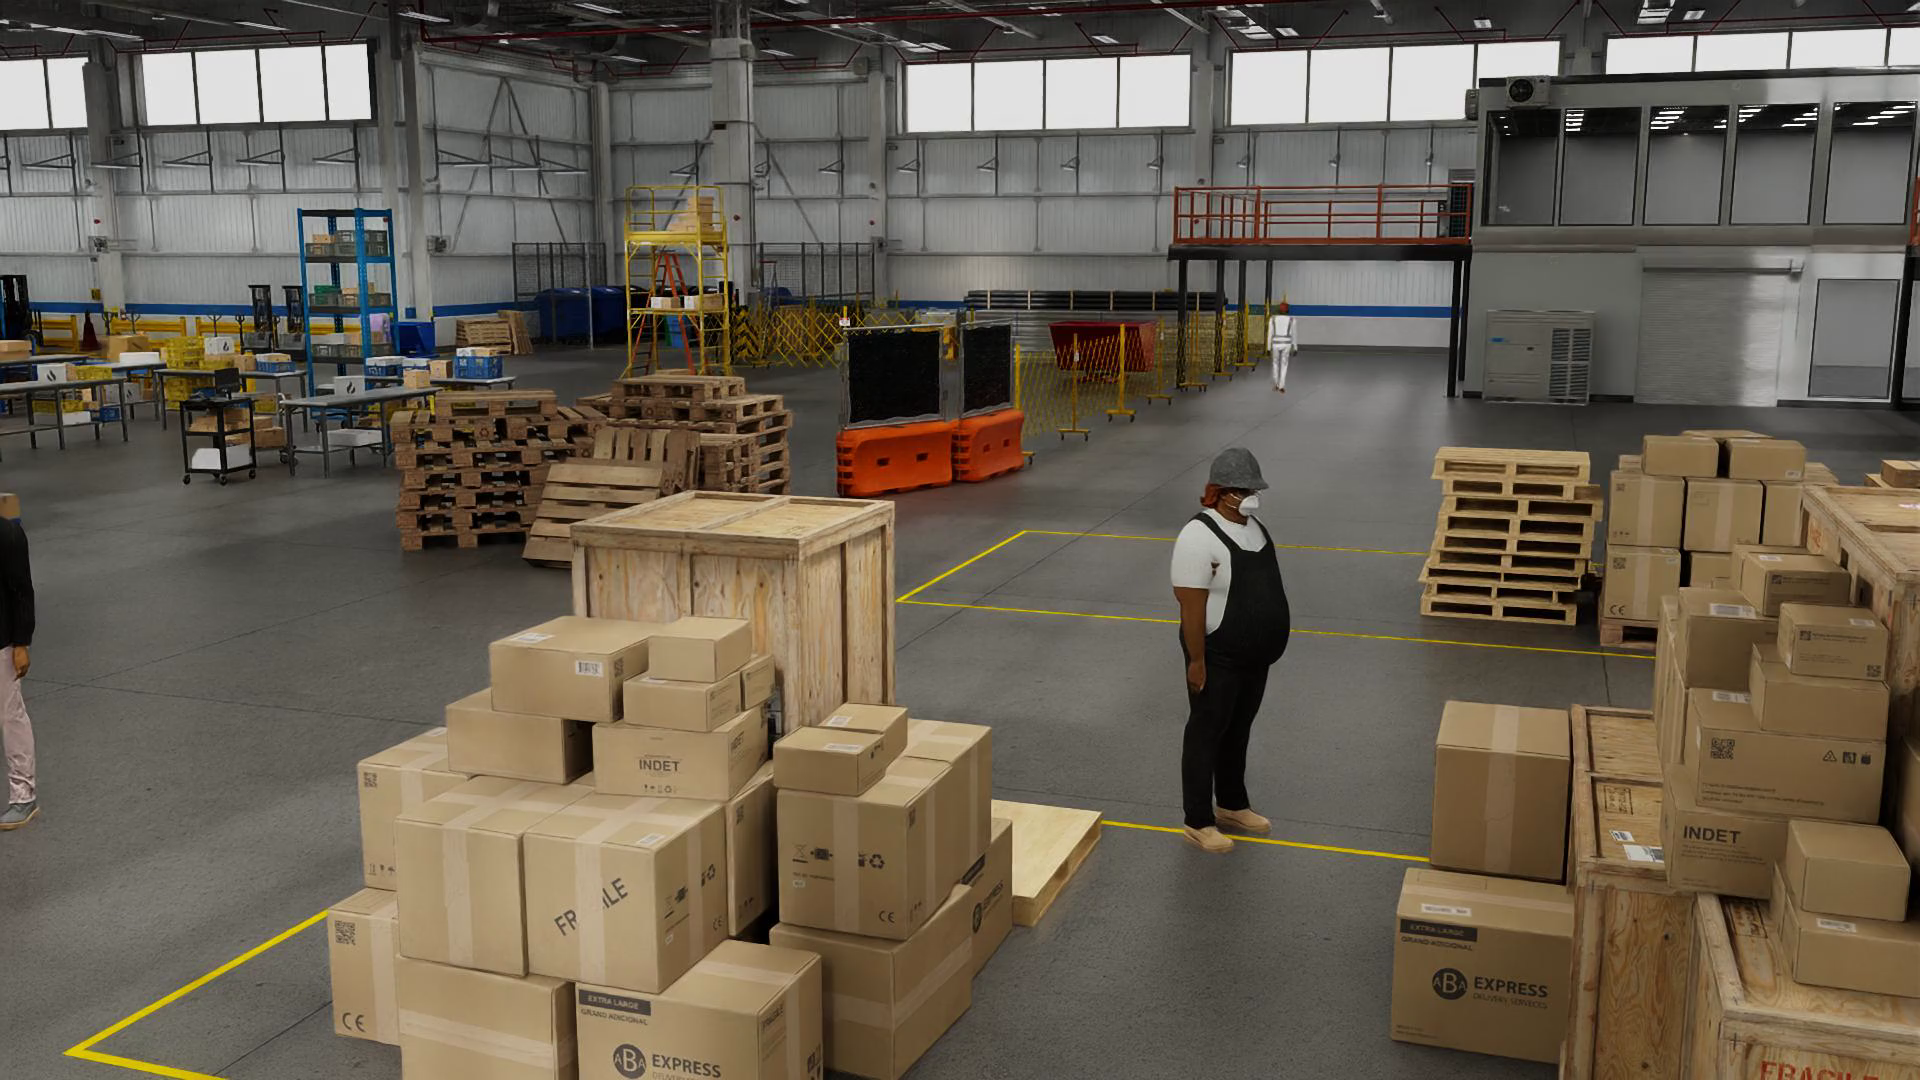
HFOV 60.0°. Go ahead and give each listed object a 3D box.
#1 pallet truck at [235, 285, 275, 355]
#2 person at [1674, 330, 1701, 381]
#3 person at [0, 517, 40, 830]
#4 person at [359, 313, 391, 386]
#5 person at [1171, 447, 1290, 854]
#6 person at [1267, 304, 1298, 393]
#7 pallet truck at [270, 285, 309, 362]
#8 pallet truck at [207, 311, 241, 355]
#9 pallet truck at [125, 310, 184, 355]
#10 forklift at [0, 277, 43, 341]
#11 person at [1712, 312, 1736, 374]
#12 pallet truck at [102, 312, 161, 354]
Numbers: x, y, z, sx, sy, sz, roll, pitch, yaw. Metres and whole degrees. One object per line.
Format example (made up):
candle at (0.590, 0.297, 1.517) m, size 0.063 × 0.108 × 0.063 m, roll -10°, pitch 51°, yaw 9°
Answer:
pallet truck at (-18.327, -5.835, 44.421) m, size 0.823 × 1.965 × 1.885 m, roll 4°, pitch 11°, yaw 23°
person at (15.204, -3.919, 34.724) m, size 0.858 × 1.593 × 0.509 m, roll 10°, pitch 14°, yaw 43°
person at (-5.113, 0.520, 8.639) m, size 0.612 × 1.995 × 0.382 m, roll 1°, pitch 10°, yaw 4°
person at (-11.832, -3.943, 33.637) m, size 0.614 × 2.041 × 0.393 m, roll -8°, pitch 13°, yaw -37°
person at (1.396, 0.539, 8.407) m, size 0.538 × 2.000 × 0.690 m, roll 8°, pitch 13°, yaw 39°
person at (6.663, -3.956, 34.331) m, size 0.604 × 1.829 × 1.002 m, roll 3°, pitch 11°, yaw 17°
pallet truck at (-17.147, -5.700, 43.663) m, size 0.823 × 1.965 × 1.885 m, roll 3°, pitch 11°, yaw 17°
pallet truck at (-19.537, -5.575, 44.913) m, size 0.653 × 1.274 × 1.630 m, roll 3°, pitch 11°, yaw 19°
pallet truck at (-22.038, -5.665, 45.457) m, size 0.704 × 1.261 × 1.522 m, roll 3°, pitch 11°, yaw 17°
forklift at (-27.151, -6.329, 46.328) m, size 1.157 × 1.987 × 2.680 m, roll 3°, pitch 11°, yaw 17°
person at (17.206, -4.531, 37.516) m, size 0.568 × 1.828 × 0.902 m, roll -7°, pitch 12°, yaw -35°
pallet truck at (-23.057, -5.777, 46.261) m, size 0.680 × 1.201 × 1.601 m, roll 3°, pitch 11°, yaw 19°
